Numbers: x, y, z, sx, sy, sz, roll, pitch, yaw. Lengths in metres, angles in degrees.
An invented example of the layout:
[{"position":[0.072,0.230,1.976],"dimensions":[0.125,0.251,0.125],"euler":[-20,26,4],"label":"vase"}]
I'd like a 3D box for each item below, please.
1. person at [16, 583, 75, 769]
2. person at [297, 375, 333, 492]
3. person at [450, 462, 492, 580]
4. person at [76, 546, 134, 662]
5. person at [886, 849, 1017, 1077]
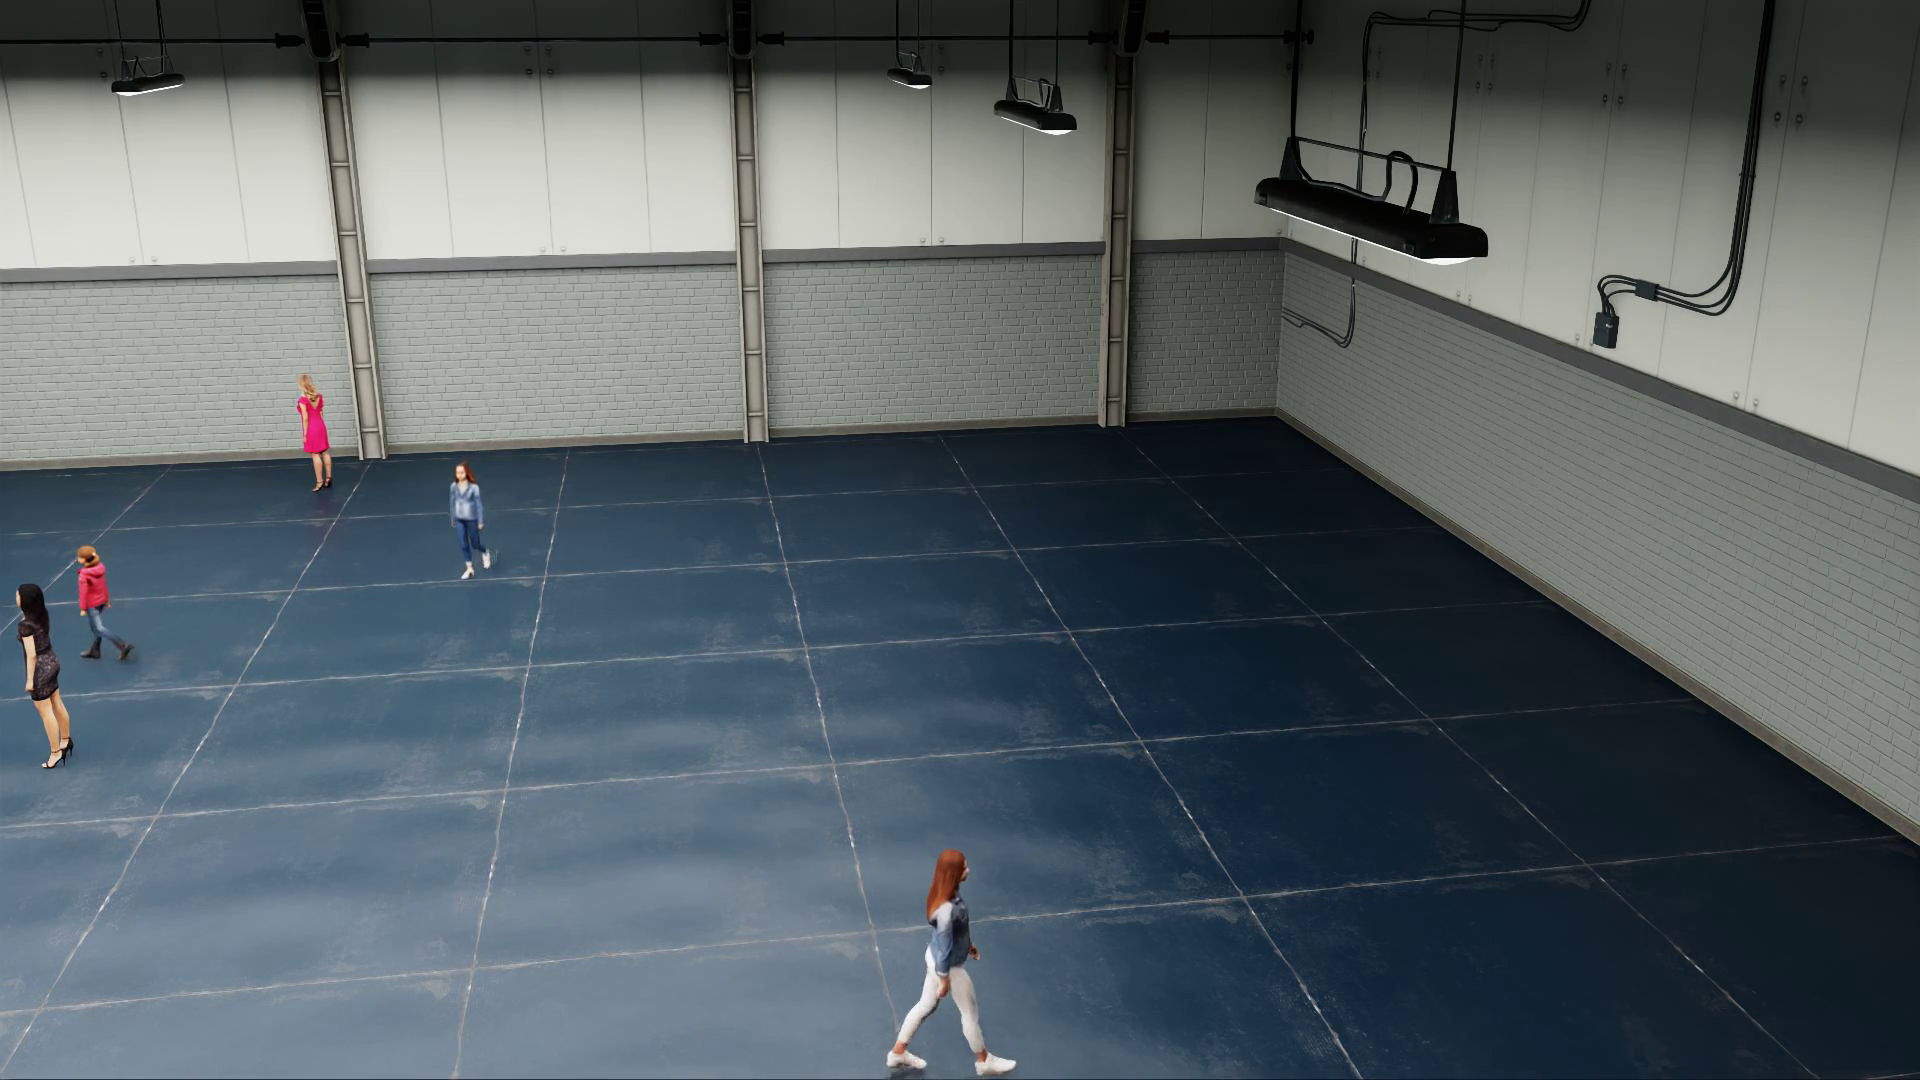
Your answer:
[{"position":[-8.537,1.244,15.482],"dimensions":[0.493,1.792,0.597],"euler":[-2,18,-6],"label":"person"},{"position":[-9.396,-1.576,24.249],"dimensions":[0.702,1.727,0.666],"euler":[8,20,24],"label":"person"},{"position":[-6.085,-0.270,20.659],"dimensions":[0.773,1.467,0.789],"euler":[4,19,13],"label":"person"},{"position":[-9.267,0.707,17.932],"dimensions":[0.929,1.297,0.666],"euler":[2,18,5],"label":"person"},{"position":[-0.182,2.799,10.918],"dimensions":[1.073,1.661,0.621],"euler":[-3,18,-8],"label":"person"}]
